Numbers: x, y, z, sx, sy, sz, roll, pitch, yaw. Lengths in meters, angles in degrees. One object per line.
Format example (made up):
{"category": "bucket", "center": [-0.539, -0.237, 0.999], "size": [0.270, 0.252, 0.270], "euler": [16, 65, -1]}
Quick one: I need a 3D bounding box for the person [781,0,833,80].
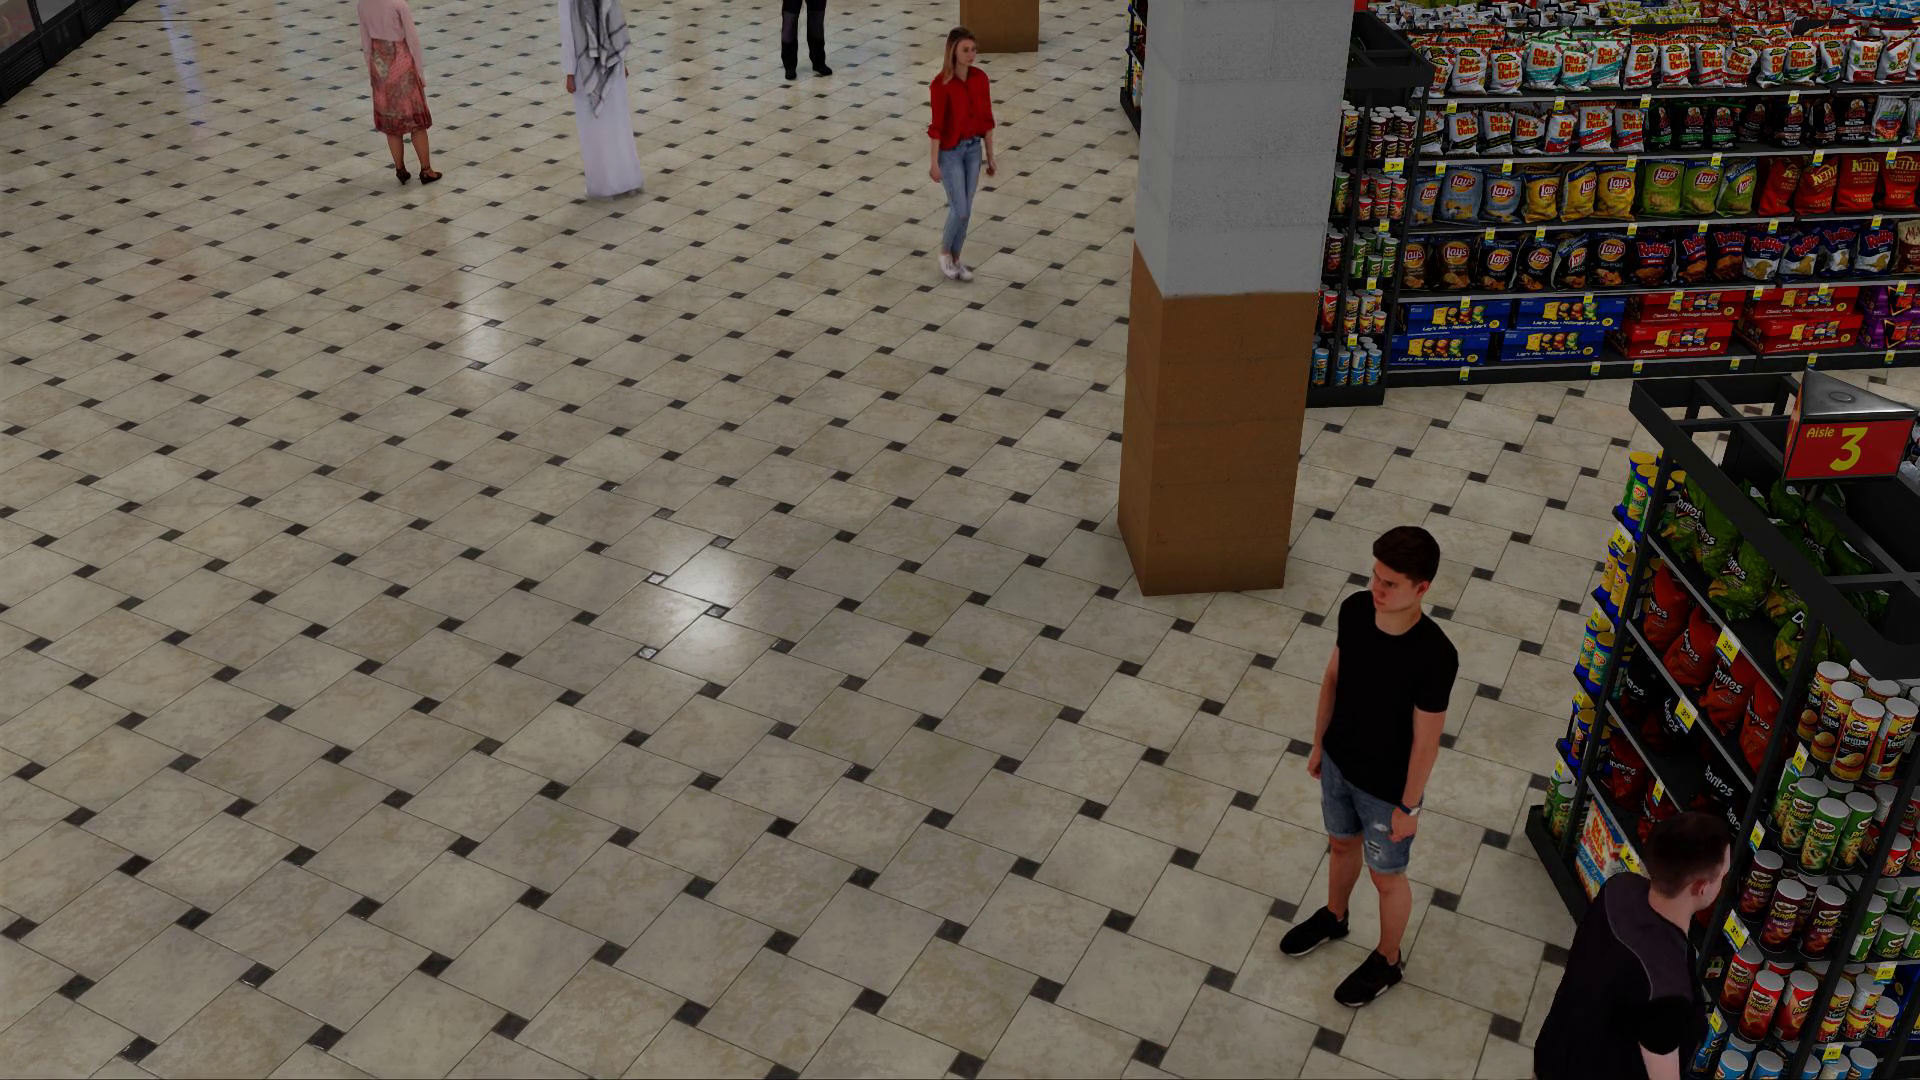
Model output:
{"category": "person", "center": [-1.409, -5.118, 14.955], "size": [0.654, 1.845, 0.852], "euler": [-13, 34, -20]}

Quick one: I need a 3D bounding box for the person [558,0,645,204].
{"category": "person", "center": [-2.658, -3.447, 12.193], "size": [0.769, 1.926, 0.861], "euler": [-25, 39, -34]}

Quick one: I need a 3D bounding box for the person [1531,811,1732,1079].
{"category": "person", "center": [1.588, 1.456, 4.430], "size": [1.099, 1.803, 0.940], "euler": [11, 34, 17]}

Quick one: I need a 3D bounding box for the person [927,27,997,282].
{"category": "person", "center": [-0.044, -2.543, 10.958], "size": [0.676, 1.695, 0.771], "euler": [-22, 38, -32]}

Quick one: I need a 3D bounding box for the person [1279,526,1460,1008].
{"category": "person", "center": [1.397, 0.747, 5.529], "size": [0.712, 1.845, 0.722], "euler": [-18, 36, -27]}

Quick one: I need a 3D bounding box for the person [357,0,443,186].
{"category": "person", "center": [-4.252, -3.521, 12.531], "size": [0.558, 1.694, 0.679], "euler": [2, 32, 4]}
